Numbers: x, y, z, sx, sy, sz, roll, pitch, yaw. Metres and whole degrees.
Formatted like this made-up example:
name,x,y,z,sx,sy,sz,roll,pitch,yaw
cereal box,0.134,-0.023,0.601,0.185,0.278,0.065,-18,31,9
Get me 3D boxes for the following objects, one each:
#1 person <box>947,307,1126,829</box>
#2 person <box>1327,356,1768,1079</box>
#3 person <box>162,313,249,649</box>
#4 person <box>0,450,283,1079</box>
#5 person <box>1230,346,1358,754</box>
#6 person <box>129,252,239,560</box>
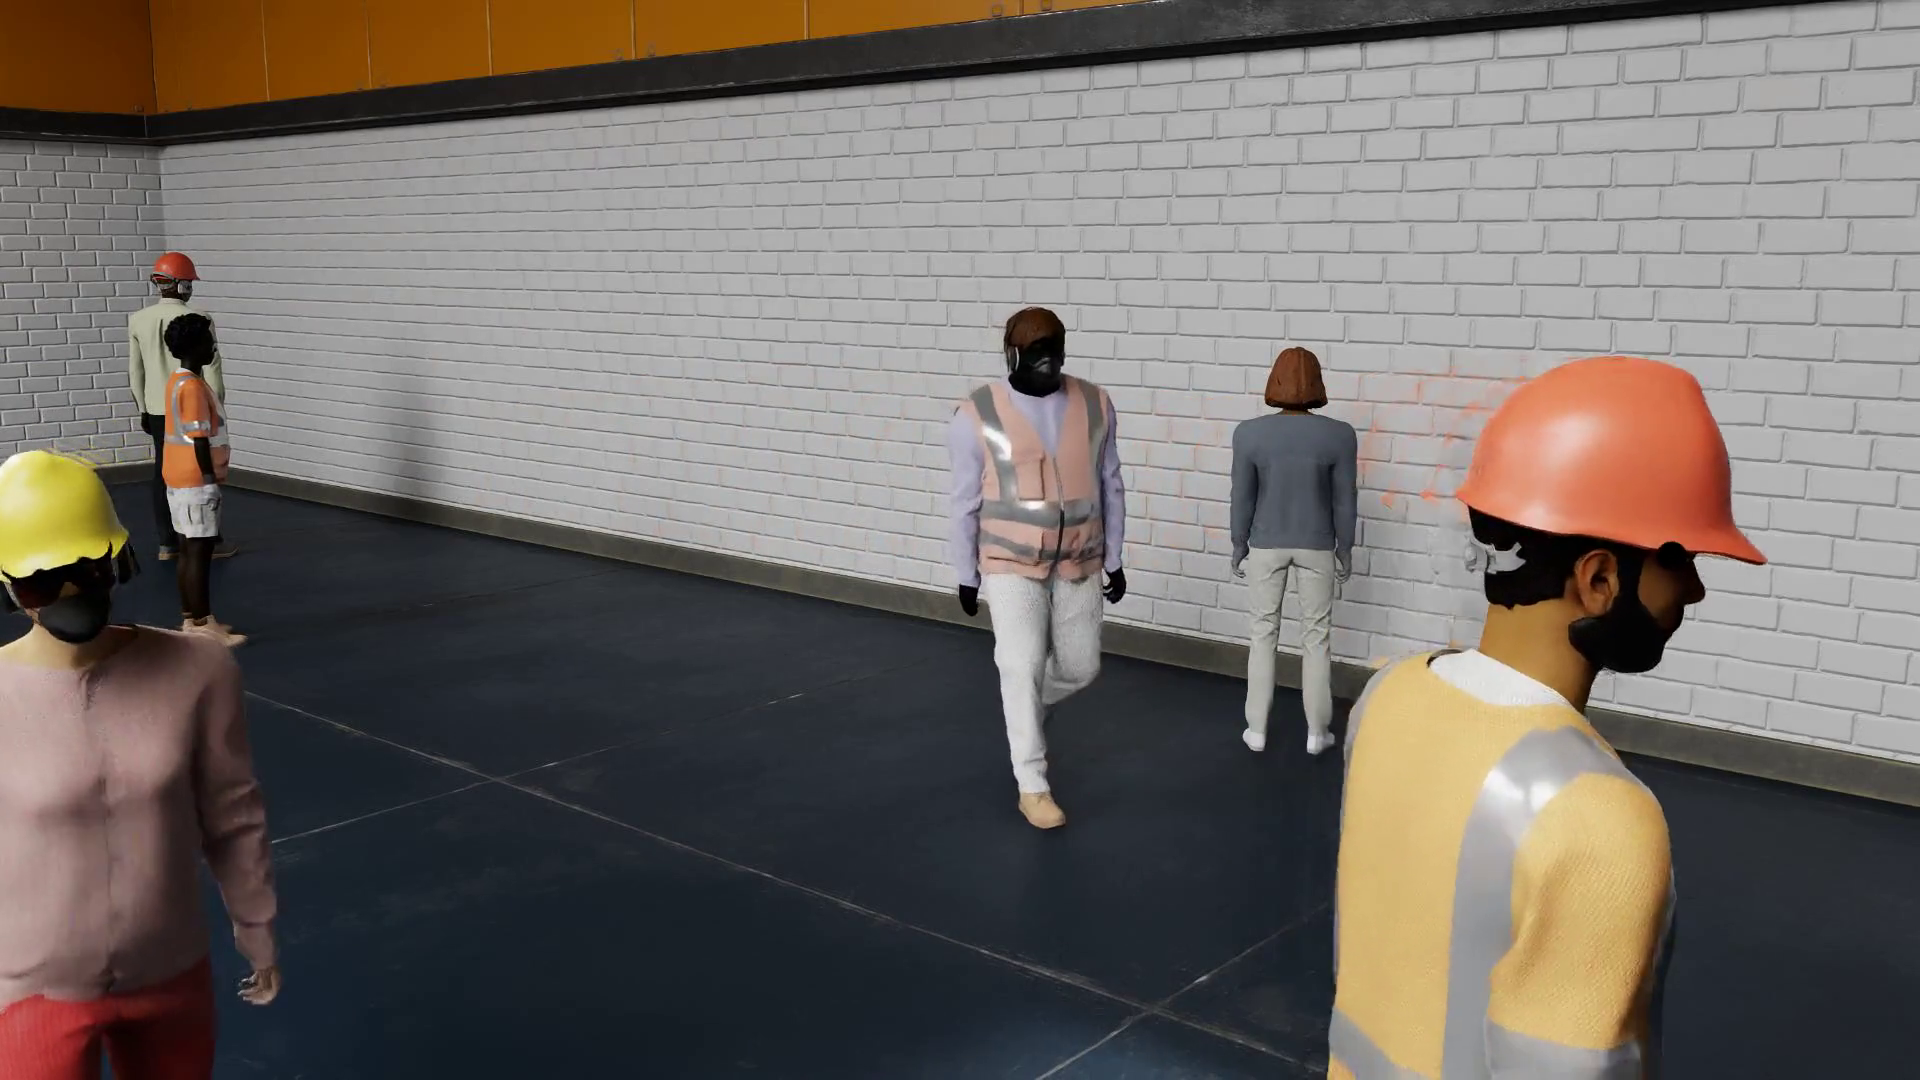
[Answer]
name,x,y,z,sx,sy,sz,roll,pitch,yaw
person,0.262,0.072,5.990,0.642,1.825,0.664,-3,10,-17
person,0.607,0.760,1.821,0.421,1.915,0.538,-3,10,-14
person,-3.861,-0.295,8.435,0.322,1.697,0.530,-6,12,-33
person,-1.420,0.694,2.749,0.573,1.730,0.584,8,13,40
person,1.329,0.047,6.664,0.500,1.636,0.280,2,10,12
person,-5.051,-0.861,10.810,0.618,1.993,0.396,2,10,10
